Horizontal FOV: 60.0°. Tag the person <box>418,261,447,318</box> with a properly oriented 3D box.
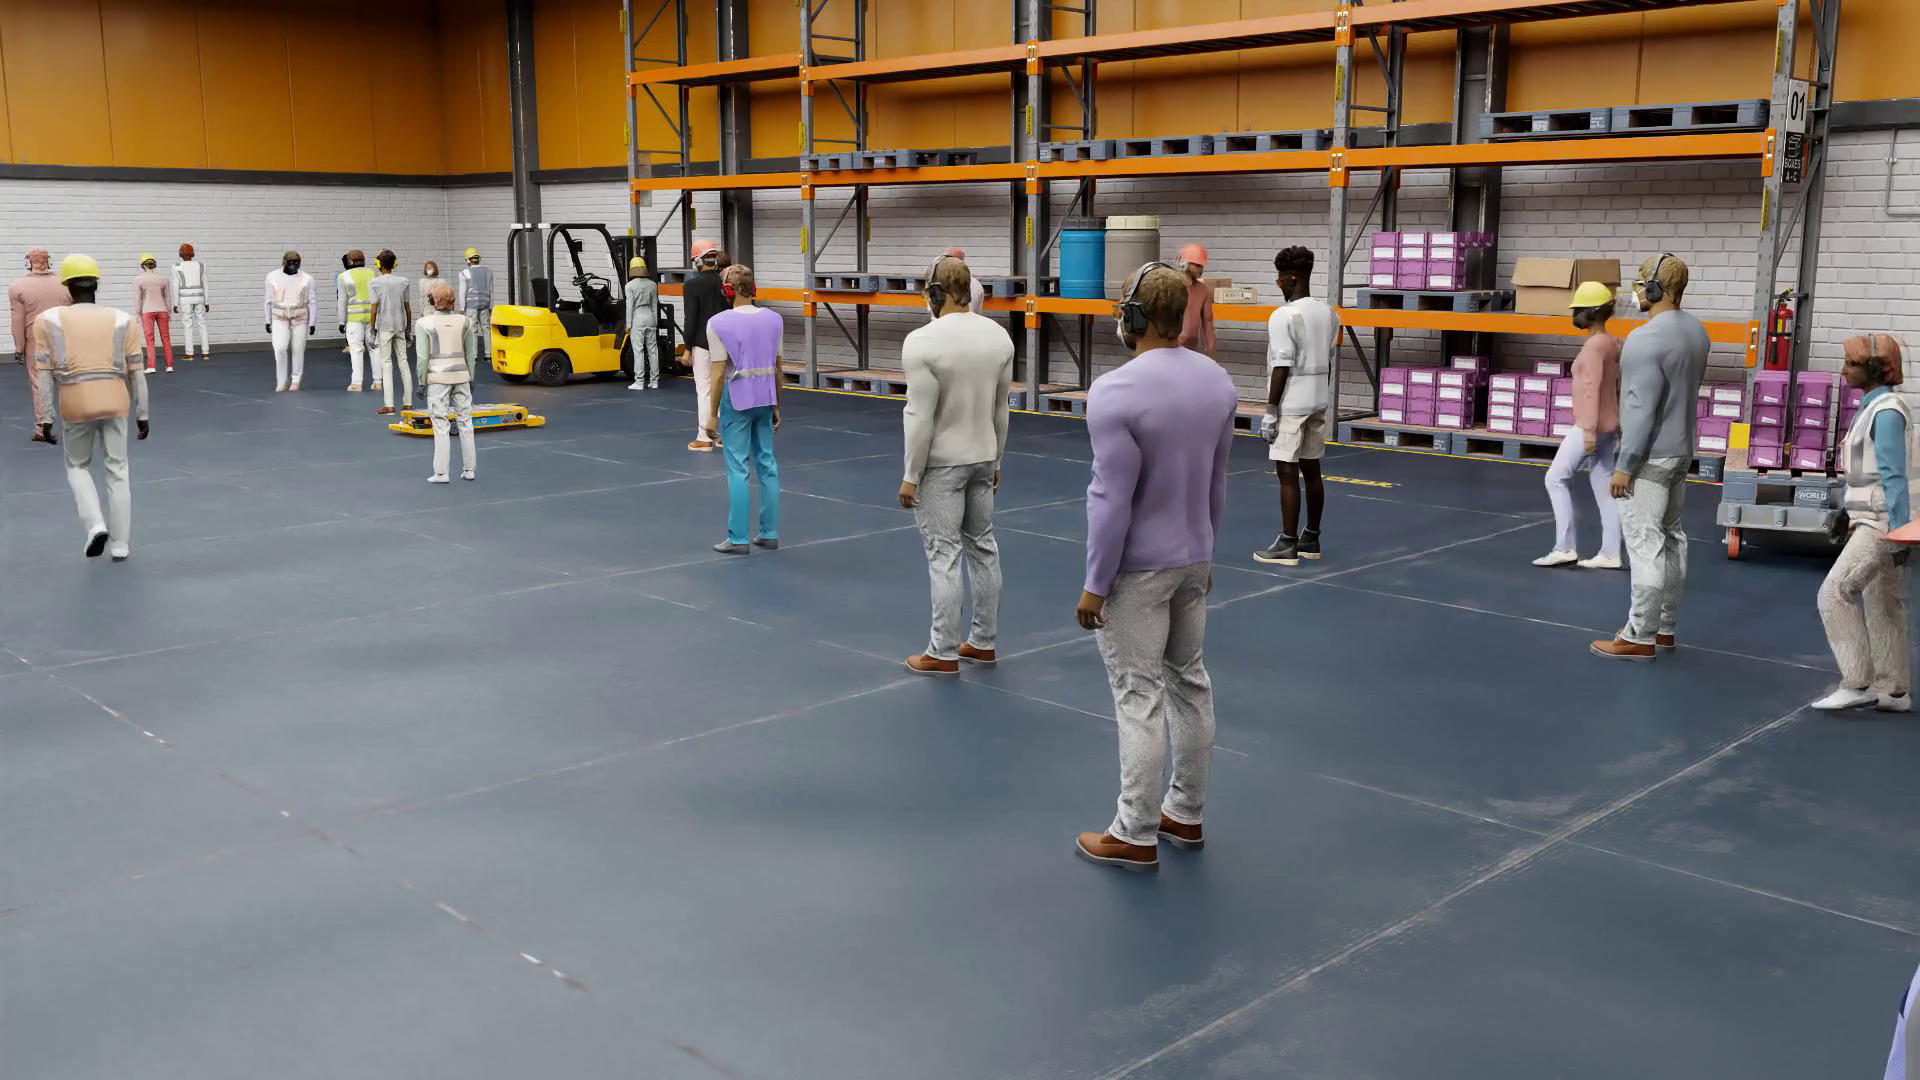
[{"bbox_3d":[-8.668,-3.814,27.516,0.500,1.615,0.722,1,10,4],"label":"person"}]

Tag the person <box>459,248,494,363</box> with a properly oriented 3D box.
[{"bbox_3d":[-7.670,-3.710,26.363,0.586,1.825,0.403,-10,14,-43],"label":"person"}]

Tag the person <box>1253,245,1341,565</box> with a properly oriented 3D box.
[{"bbox_3d":[2.071,-0.825,10.262,0.602,1.960,0.368,-10,14,-43],"label":"person"}]

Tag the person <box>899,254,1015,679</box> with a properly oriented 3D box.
[{"bbox_3d":[-0.031,-0.329,7.629,0.629,1.936,0.373,-10,14,-43],"label":"person"}]

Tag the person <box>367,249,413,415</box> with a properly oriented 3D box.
[{"bbox_3d":[-6.451,-2.352,18.839,0.508,1.872,0.329,-10,14,-43],"label":"person"}]

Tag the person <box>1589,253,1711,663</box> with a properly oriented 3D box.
[{"bbox_3d":[3.292,-0.384,7.920,0.629,1.940,0.373,-10,14,-43],"label":"person"}]

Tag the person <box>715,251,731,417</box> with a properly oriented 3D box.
[{"bbox_3d":[-2.659,-2.299,18.629,0.624,1.844,0.429,-10,14,-43],"label":"person"}]

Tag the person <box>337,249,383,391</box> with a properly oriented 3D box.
[{"bbox_3d":[-7.805,-2.854,21.663,0.624,1.840,0.429,-10,14,-43],"label":"person"}]

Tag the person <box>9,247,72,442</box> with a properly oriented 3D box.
[{"bbox_3d":[-8.994,-1.919,16.398,0.648,1.904,0.403,-10,14,-43],"label":"person"}]

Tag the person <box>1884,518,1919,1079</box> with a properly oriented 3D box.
[{"bbox_3d":[0.945,0.796,1.485,0.542,1.938,0.357,-10,14,-43],"label":"person"}]

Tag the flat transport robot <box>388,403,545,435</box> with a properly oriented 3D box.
[{"bbox_3d":[-5.111,-1.264,17.264,1.431,0.197,0.652,-10,14,-44],"label":"flat transport robot"}]

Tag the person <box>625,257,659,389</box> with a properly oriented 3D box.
[{"bbox_3d":[-4.211,-2.857,21.955,0.484,1.738,0.305,-10,14,-43],"label":"person"}]

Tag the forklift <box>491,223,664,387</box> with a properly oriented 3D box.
[{"bbox_3d":[-5.316,-3.263,22.920,2.313,2.155,1.214,-10,14,-44],"label":"forklift"}]

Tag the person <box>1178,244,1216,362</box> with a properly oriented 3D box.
[{"bbox_3d":[2.161,-1.817,15.746,0.643,1.922,1.106,-7,13,-34],"label":"person"}]

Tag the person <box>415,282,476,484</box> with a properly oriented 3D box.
[{"bbox_3d":[-4.193,-1.276,13.600,0.510,1.640,0.308,-10,14,-43],"label":"person"}]

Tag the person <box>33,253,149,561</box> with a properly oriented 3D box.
[{"bbox_3d":[-5.370,-0.812,10.325,0.616,1.902,0.427,-7,12,-33],"label":"person"}]

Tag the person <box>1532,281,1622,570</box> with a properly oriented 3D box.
[{"bbox_3d":[3.761,-0.677,10.056,0.621,1.748,0.538,8,13,37],"label":"person"}]

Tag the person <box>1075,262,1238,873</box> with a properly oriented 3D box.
[{"bbox_3d":[0.609,0.093,5.320,0.629,1.940,0.373,-10,14,-43],"label":"person"}]

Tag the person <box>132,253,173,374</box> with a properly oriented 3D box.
[{"bbox_3d":[-11.855,-3.324,24.439,0.522,1.763,0.320,-10,14,-43],"label":"person"}]

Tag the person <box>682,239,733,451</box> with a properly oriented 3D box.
[{"bbox_3d":[-2.357,-1.831,15.671,0.608,1.989,0.387,-10,14,-43],"label":"person"}]

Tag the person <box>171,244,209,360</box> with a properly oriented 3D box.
[{"bbox_3d":[-12.479,-3.854,26.996,0.573,1.883,0.356,-10,14,-43],"label":"person"}]

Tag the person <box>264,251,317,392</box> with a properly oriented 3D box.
[{"bbox_3d":[-8.629,-2.804,21.455,0.649,1.813,0.708,-3,11,-15],"label":"person"}]

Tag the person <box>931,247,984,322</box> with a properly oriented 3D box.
[{"bbox_3d":[-0.069,-1.874,16.129,0.640,1.909,0.409,-10,14,-43],"label":"person"}]

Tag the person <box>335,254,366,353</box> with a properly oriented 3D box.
[{"bbox_3d":[-10.465,-4.053,28.585,0.532,1.696,0.319,-10,14,-43],"label":"person"}]

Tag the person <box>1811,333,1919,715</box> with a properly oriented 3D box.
[{"bbox_3d":[3.804,-0.050,6.962,0.524,1.614,0.580,4,11,22],"label":"person"}]

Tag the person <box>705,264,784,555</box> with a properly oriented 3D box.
[{"bbox_3d":[-1.358,-0.821,10.572,0.564,1.839,0.390,-10,14,-43],"label":"person"}]
